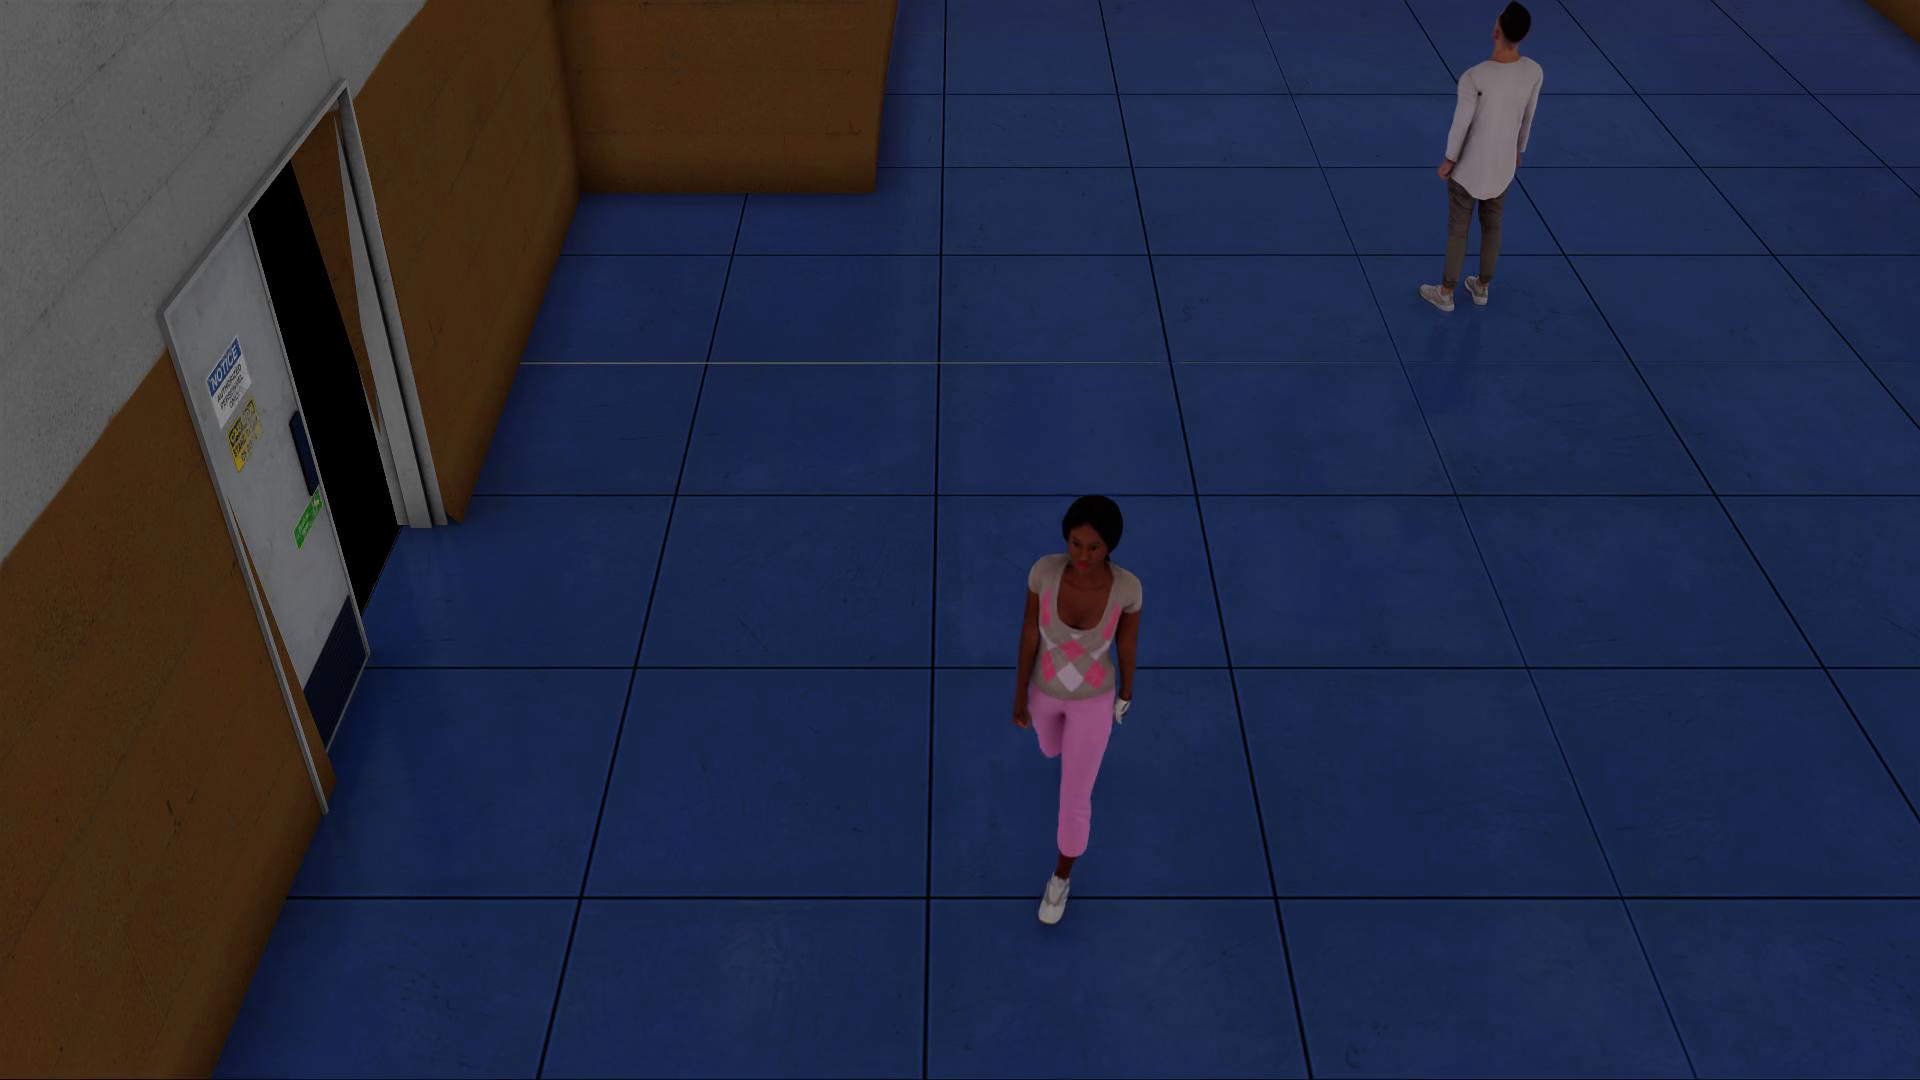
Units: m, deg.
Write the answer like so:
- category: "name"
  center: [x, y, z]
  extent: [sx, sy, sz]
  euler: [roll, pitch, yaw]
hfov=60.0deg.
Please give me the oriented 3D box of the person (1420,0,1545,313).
- category: "person"
  center: [3.035, -2.199, 9.607]
  extent: [0.597, 1.840, 0.783]
  euler: [-9, 38, -12]

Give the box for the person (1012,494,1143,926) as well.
- category: "person"
  center: [0.425, 0.522, 6.089]
  extent: [1.147, 1.713, 0.905]
  euler: [12, 39, 16]
